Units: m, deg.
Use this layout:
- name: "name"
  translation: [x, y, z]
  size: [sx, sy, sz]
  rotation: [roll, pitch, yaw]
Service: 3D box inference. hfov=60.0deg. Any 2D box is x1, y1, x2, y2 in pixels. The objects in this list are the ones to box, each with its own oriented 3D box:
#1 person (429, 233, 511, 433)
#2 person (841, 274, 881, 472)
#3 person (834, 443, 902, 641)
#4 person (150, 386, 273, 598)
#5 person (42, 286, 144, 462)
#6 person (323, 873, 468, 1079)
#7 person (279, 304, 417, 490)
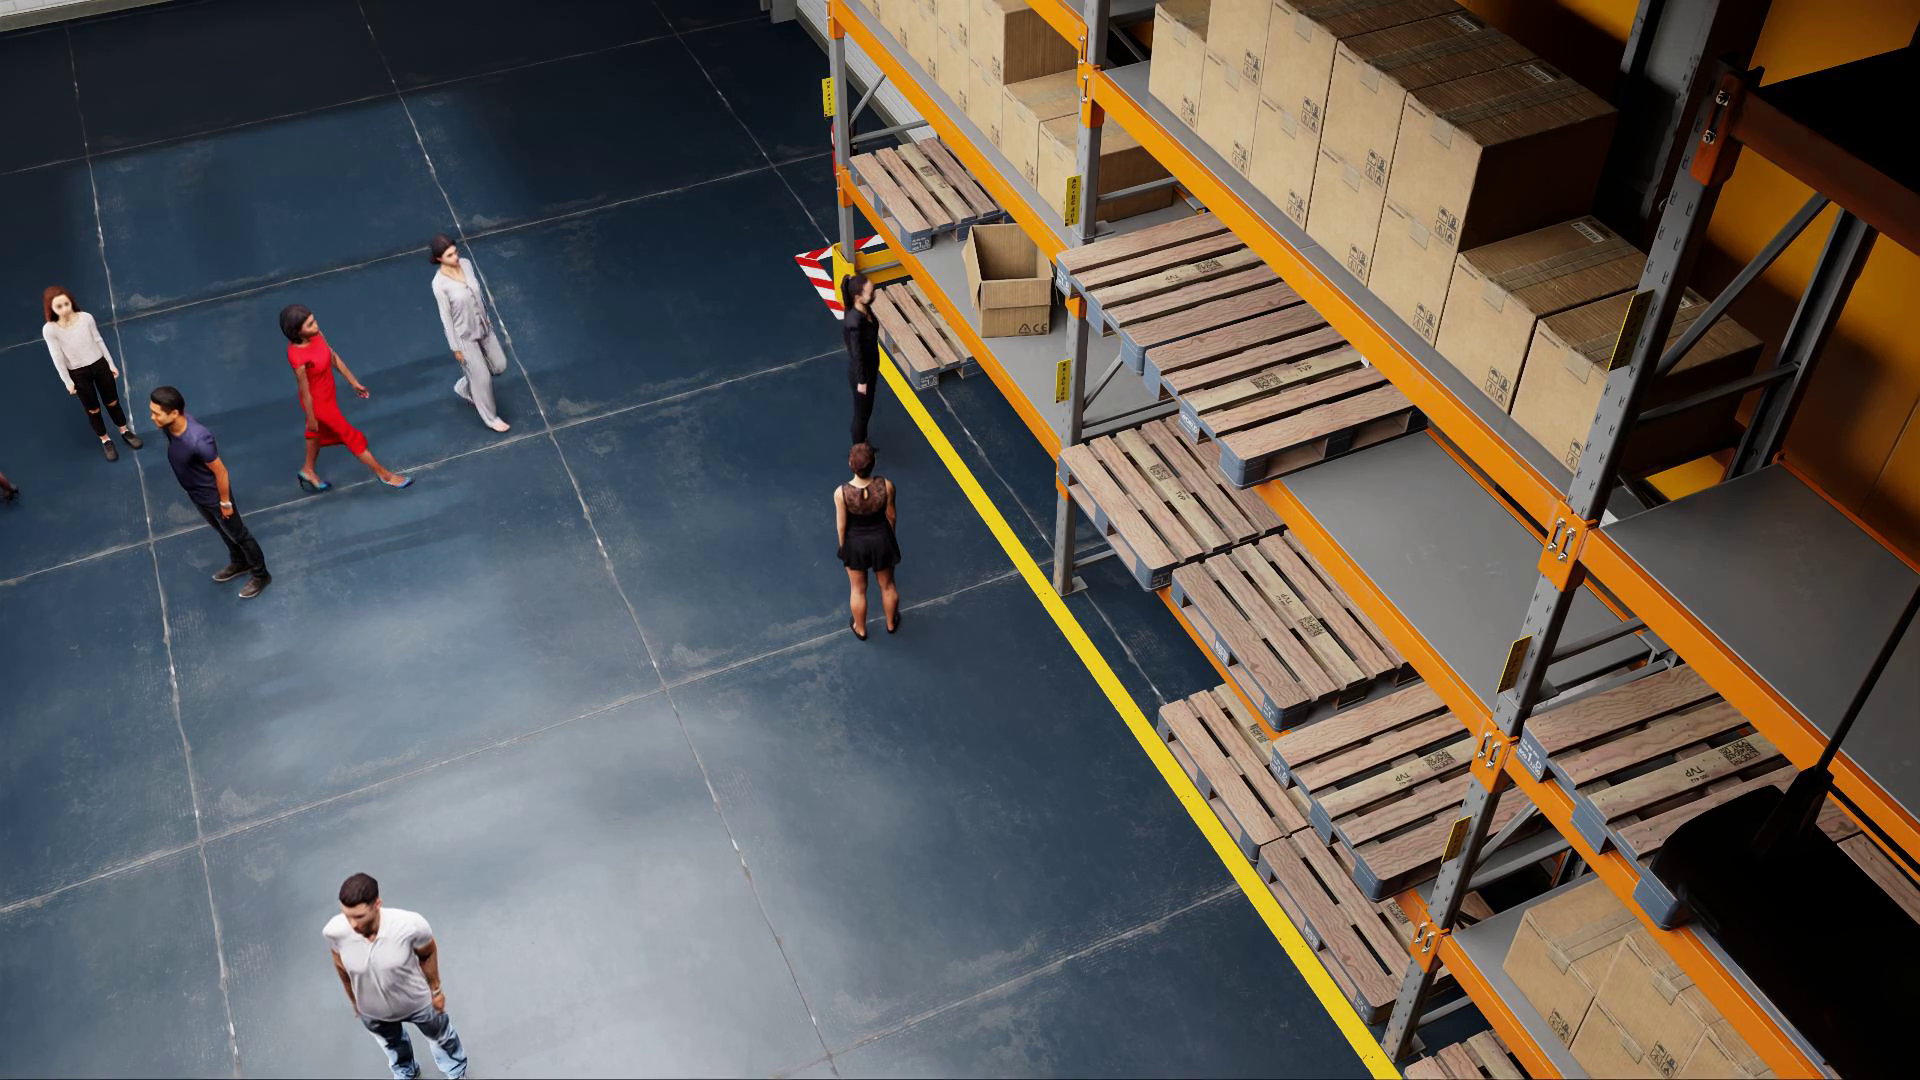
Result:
- name: "person"
  translation: [-3.812, -1.596, 12.694]
  size: [0.885, 1.759, 0.816]
  rotation: [18, 47, 18]
- name: "person"
  translation: [-0.721, -1.254, 12.370]
  size: [0.706, 1.711, 0.590]
  rotation: [5, 44, 5]
- name: "person"
  translation: [-0.613, 0.017, 11.063]
  size: [0.636, 1.673, 0.644]
  rotation: [-7, 44, -7]
- name: "person"
  translation: [-5.119, -0.346, 11.360]
  size: [0.637, 1.790, 0.782]
  rotation: [28, 50, 26]
- name: "person"
  translation: [-6.592, -1.284, 12.565]
  size: [0.597, 1.484, 0.590]
  rotation: [-34, 53, -30]
- name: "person"
  translation: [-2.890, 2.310, 8.517]
  size: [0.751, 1.866, 0.714]
  rotation: [-1, 44, -1]
- name: "person"
  translation: [-4.722, -0.983, 12.094]
  size: [0.905, 1.699, 1.117]
  rotation: [-3, 44, -3]
